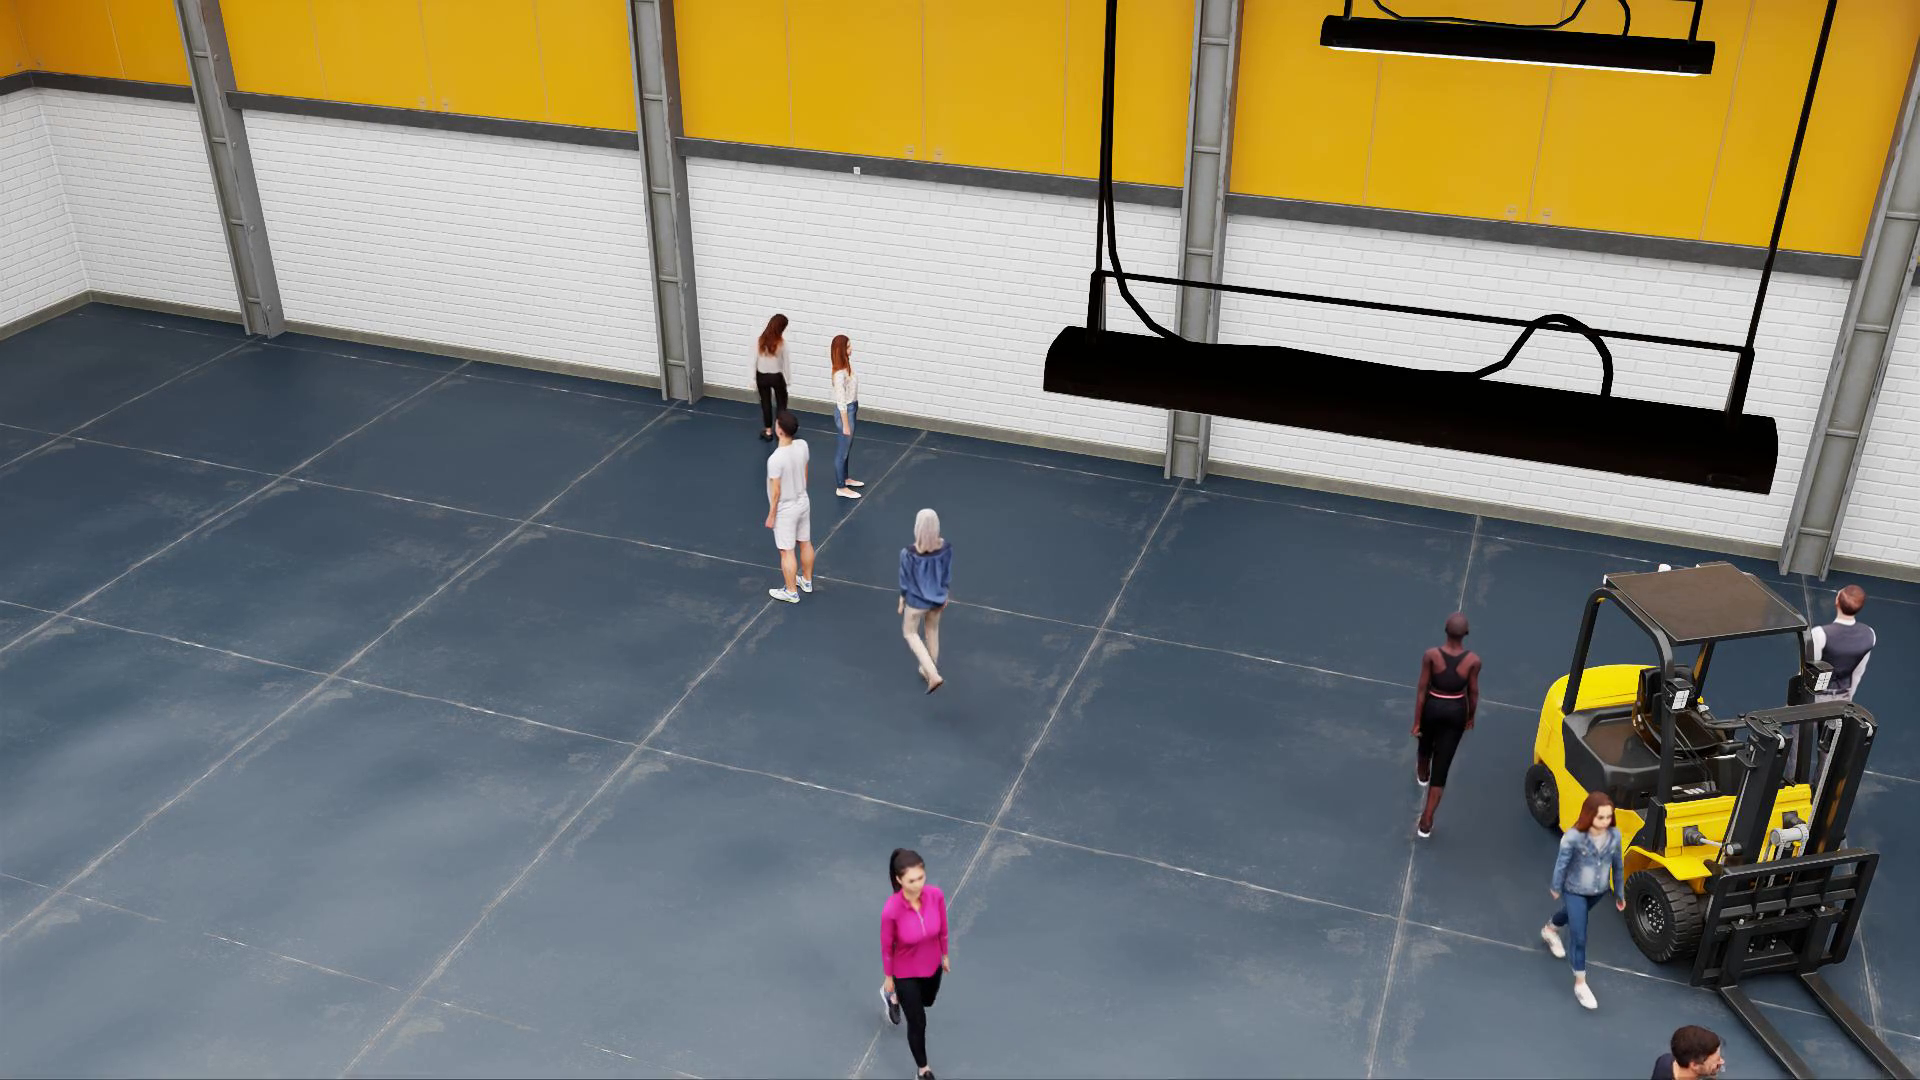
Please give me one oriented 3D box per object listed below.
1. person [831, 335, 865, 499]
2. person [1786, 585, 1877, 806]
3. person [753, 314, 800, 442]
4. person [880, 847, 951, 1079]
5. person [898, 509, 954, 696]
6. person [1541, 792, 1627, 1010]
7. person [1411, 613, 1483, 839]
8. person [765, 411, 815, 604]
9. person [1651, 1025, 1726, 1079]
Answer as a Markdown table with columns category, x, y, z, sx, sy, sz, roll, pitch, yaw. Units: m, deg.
| category | x | y | z | sx | sy | sz | roll | pitch | yaw |
| --- | --- | --- | --- | --- | --- | --- | --- | --- | --- |
| person | -1.173 | -1.280 | 16.948 | 0.586 | 1.729 | 0.631 | 3 | 29 | 5 |
| person | 6.351 | 1.178 | 12.223 | 0.647 | 1.937 | 0.793 | -1 | 29 | -1 |
| person | -2.087 | -1.762 | 18.111 | 0.493 | 1.462 | 0.735 | -4 | 29 | -6 |
| person | -0.301 | 2.524 | 10.029 | 0.970 | 1.676 | 1.093 | -16 | 32 | -27 |
| person | -0.253 | 0.545 | 13.648 | 0.884 | 1.685 | 0.955 | -14 | 32 | -24 |
| person | 4.033 | 2.221 | 10.826 | 1.001 | 1.444 | 0.961 | -6 | 29 | -11 |
| person | 3.511 | 1.370 | 12.116 | 1.141 | 1.703 | 0.718 | 8 | 30 | 14 |
| person | -1.530 | -0.310 | 15.037 | 0.664 | 1.855 | 0.735 | 18 | 34 | 30 |
| person | 3.586 | 3.221 | 8.550 | 0.566 | 1.870 | 0.644 | 8 | 30 | 14 |
